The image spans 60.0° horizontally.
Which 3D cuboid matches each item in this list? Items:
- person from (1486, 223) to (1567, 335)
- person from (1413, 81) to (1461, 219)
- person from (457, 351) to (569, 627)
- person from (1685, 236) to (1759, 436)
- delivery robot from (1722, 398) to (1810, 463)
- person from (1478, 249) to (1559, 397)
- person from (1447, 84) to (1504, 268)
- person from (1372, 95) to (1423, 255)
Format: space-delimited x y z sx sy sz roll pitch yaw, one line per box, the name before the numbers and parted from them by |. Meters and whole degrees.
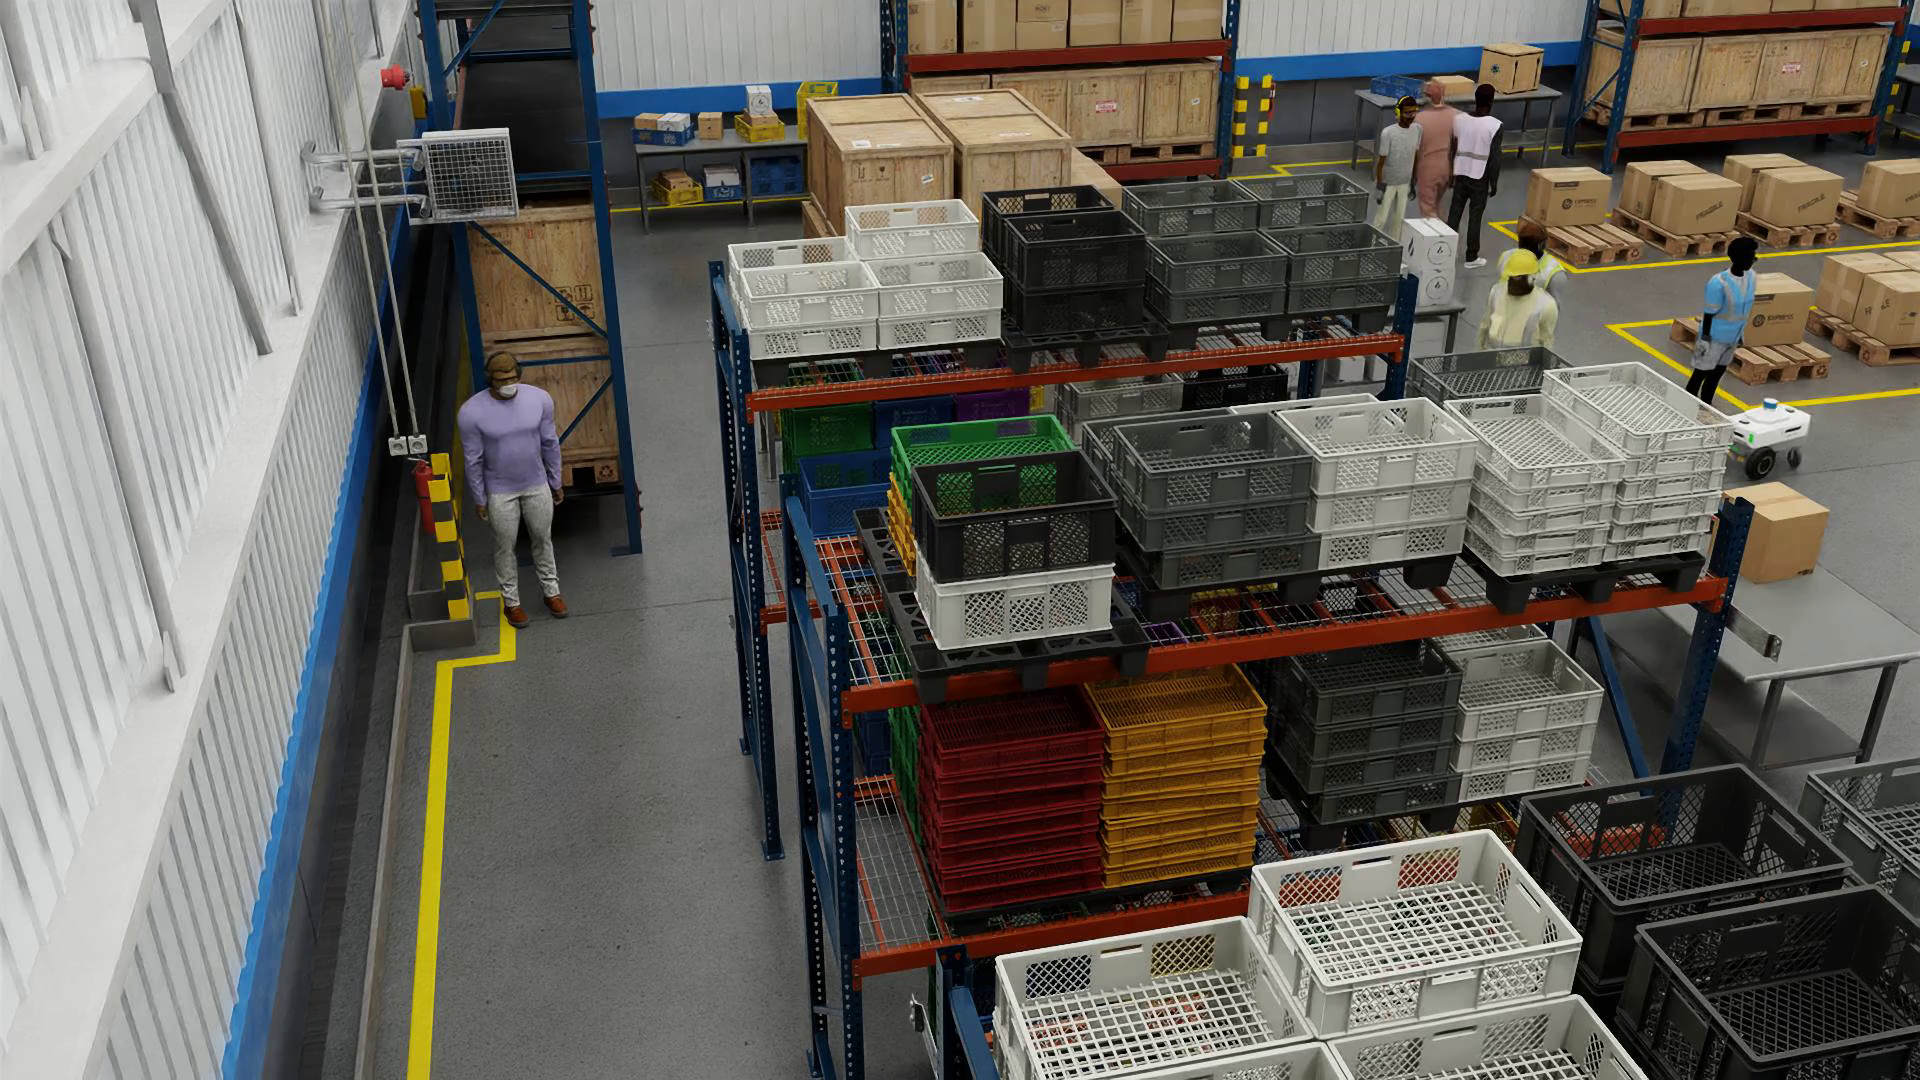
person | 4.533 -1.689 13.550 0.429 1.841 0.633 -21 35 -35
person | 5.022 -3.960 17.833 0.679 1.869 0.714 -8 29 -14
person | -2.908 -0.347 10.911 0.627 1.933 0.367 -15 31 -26
person | 6.266 -1.679 13.682 0.537 1.695 0.320 -15 31 -26
delivery robot | 6.442 -0.897 13.321 0.707 0.478 0.477 -13 31 -24
person | 4.297 -1.394 13.007 0.404 1.830 0.601 -24 36 -38
person | 5.400 -3.836 17.542 0.590 1.919 0.392 24 36 37
person | 4.567 -3.722 17.394 0.515 1.863 0.351 -10 29 -18
